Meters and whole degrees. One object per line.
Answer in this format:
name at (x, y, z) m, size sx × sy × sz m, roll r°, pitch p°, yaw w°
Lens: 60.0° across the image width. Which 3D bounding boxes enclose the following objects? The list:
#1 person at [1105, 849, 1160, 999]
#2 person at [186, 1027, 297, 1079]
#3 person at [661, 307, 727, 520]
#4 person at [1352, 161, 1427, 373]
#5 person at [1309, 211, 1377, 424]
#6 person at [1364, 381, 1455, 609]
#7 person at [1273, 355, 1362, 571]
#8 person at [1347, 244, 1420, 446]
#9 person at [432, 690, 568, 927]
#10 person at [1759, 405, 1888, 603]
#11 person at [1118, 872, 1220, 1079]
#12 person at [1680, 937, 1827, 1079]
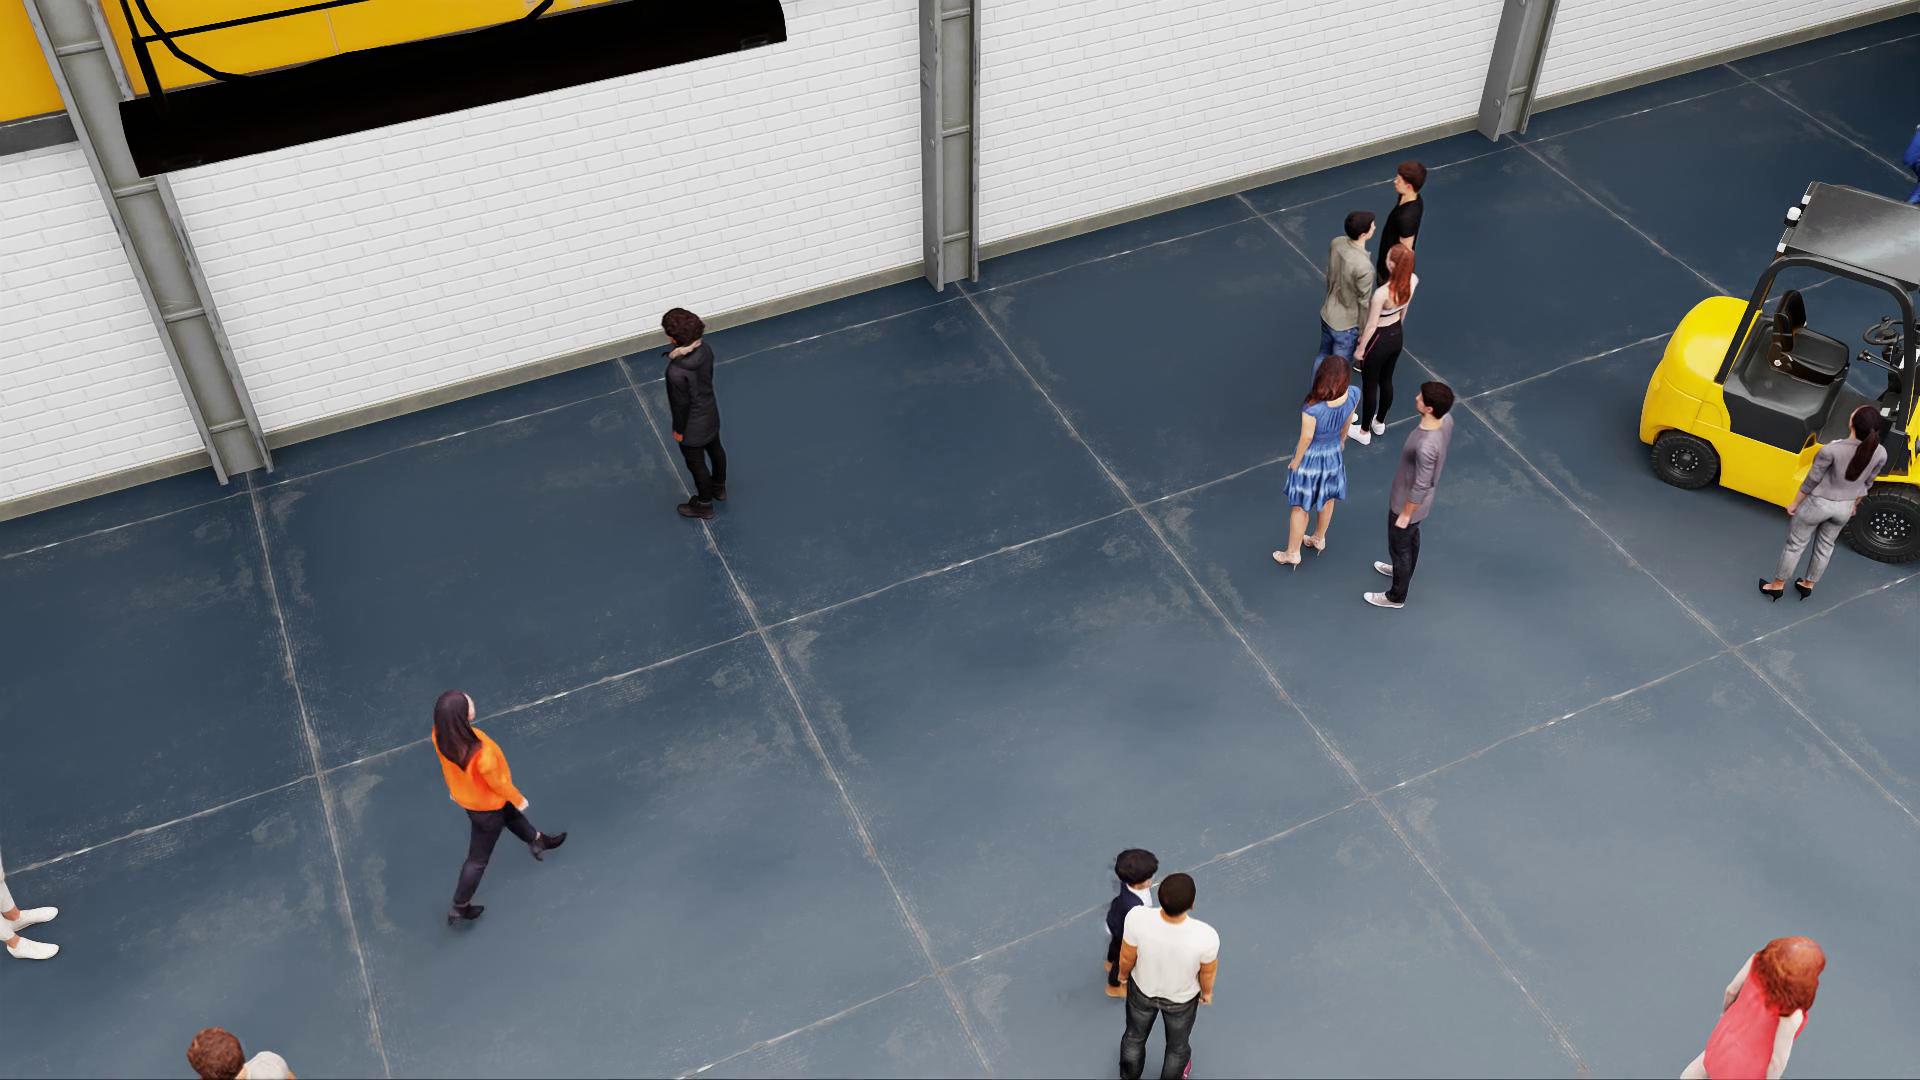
person at (0.910, 2.094, 9.144) m, size 0.584 × 1.221 × 0.568 m, roll 0°, pitch 44°, yaw 0°
person at (-3.250, 2.873, 7.837) m, size 0.807 × 1.896 × 0.703 m, roll 21°, pitch 47°, yaw 20°
person at (-1.887, -0.899, 11.882) m, size 0.787 × 1.778 × 0.716 m, roll 17°, pitch 46°, yaw 17°
person at (3.440, -2.157, 13.143) m, size 0.783 × 1.861 × 0.768 m, roll 7°, pitch 44°, yaw 8°
person at (2.906, -1.693, 12.653) m, size 0.590 × 1.865 × 0.716 m, roll -15°, pitch 46°, yaw -15°
person at (3.061, -0.308, 11.209) m, size 0.798 × 1.851 × 0.711 m, roll 18°, pitch 46°, yaw 18°
person at (2.464, -0.537, 11.482) m, size 0.545 × 1.806 × 0.754 m, roll -24°, pitch 49°, yaw -23°
person at (3.189, -1.474, 12.514) m, size 0.503 × 1.740 × 0.677 m, roll -24°, pitch 49°, yaw -23°
person at (-2.758, 1.536, 9.381) m, size 0.871 × 1.702 × 1.190 m, roll 33°, pitch 53°, yaw 30°
person at (5.851, -0.225, 11.247) m, size 0.666 × 1.678 × 0.776 m, roll 0°, pitch 44°, yaw 0°
person at (1.039, 2.282, 8.526) m, size 0.697 × 1.803 × 0.772 m, roll 12°, pitch 45°, yaw 12°
person at (3.881, 2.522, 8.255) m, size 0.595 × 1.828 × 0.648 m, roll -6°, pitch 44°, yaw -7°
